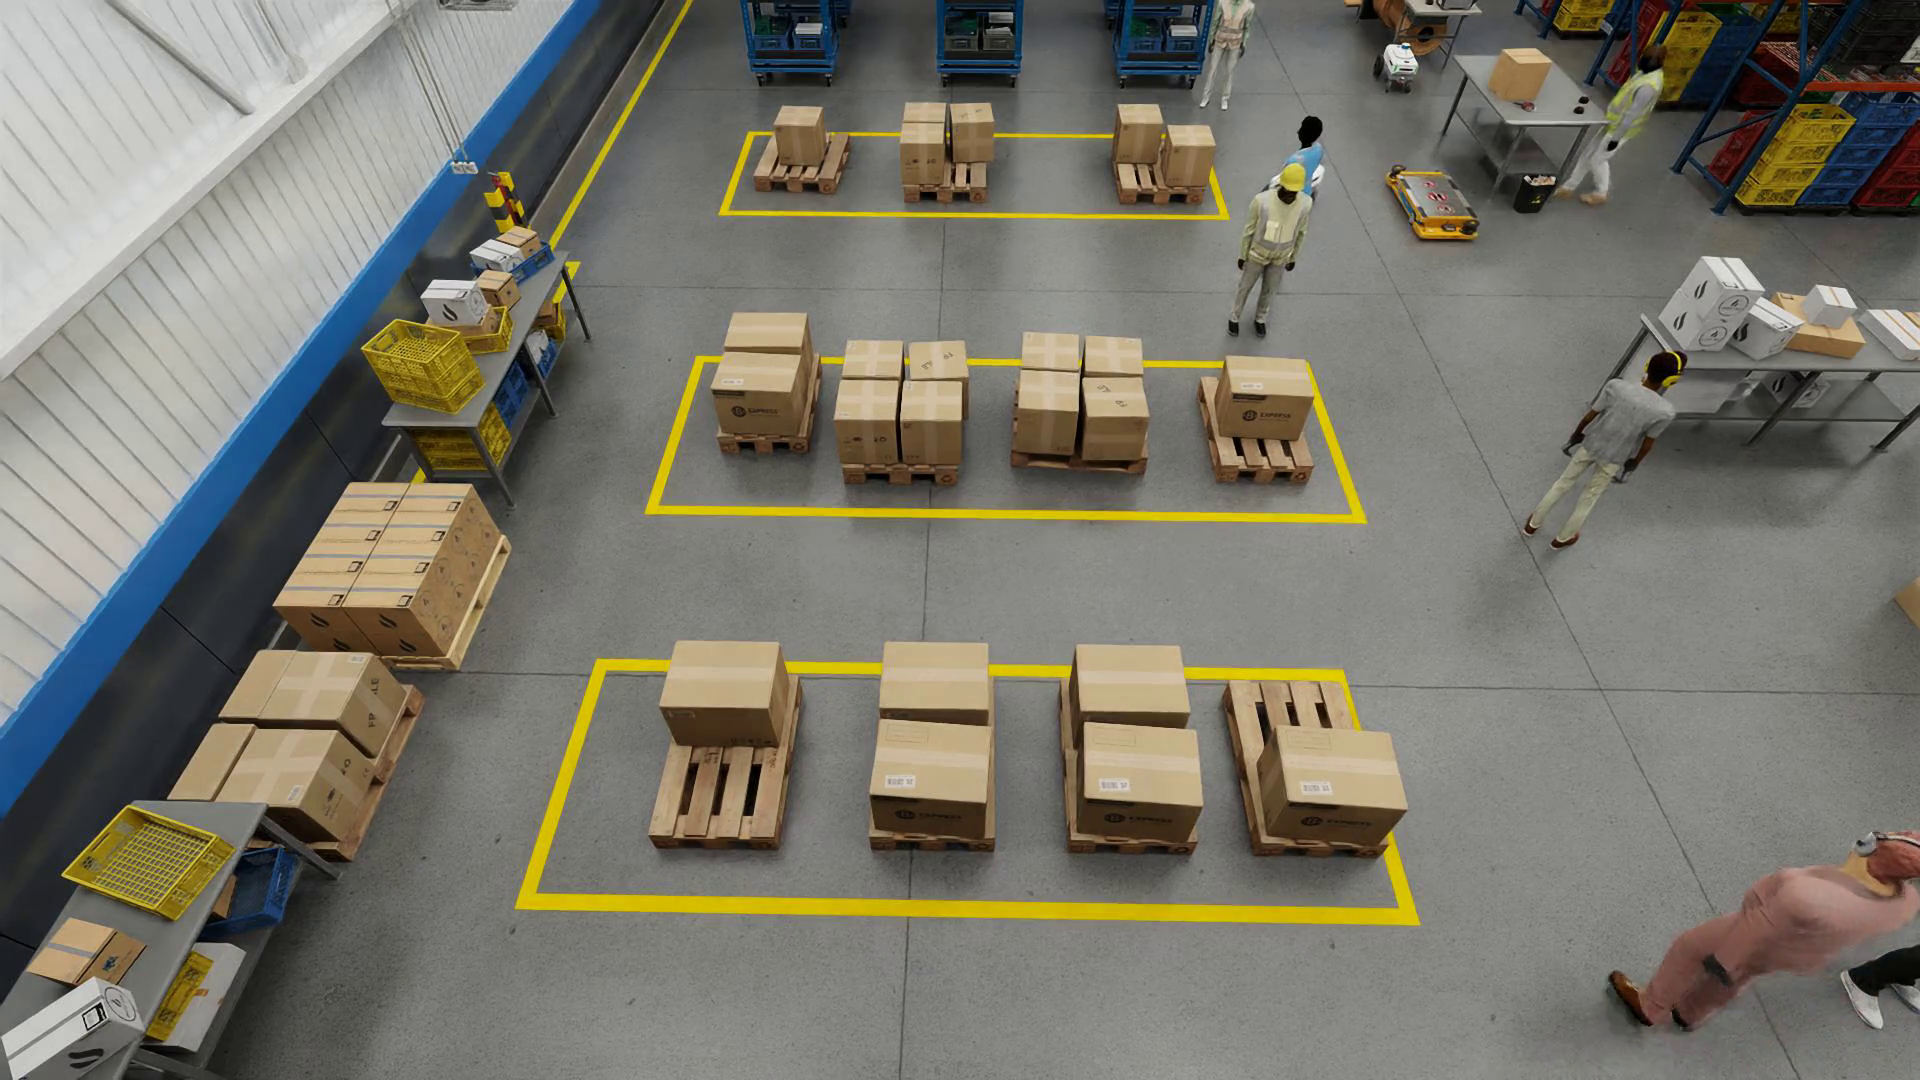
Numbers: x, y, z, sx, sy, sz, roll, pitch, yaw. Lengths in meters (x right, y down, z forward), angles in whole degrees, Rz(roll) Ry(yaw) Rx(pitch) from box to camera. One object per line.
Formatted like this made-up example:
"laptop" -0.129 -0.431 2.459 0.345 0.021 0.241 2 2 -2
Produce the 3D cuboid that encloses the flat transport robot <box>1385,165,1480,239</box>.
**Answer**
"flat transport robot" 5.692 -4.094 11.059 0.652 0.197 1.431 1 49 1

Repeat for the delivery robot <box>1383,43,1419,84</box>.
"delivery robot" 6.372 -6.919 13.258 0.477 0.478 0.707 5 49 4

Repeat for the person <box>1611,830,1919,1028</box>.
"person" 4.174 2.038 4.704 0.670 1.867 0.483 1 49 1

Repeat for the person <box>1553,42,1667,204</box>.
"person" 7.622 -4.835 10.695 0.630 1.803 0.693 20 52 17

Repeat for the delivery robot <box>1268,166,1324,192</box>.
"delivery robot" 4.033 -4.307 10.997 0.707 0.478 0.477 -36 58 -27

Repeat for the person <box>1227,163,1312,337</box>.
"person" 3.011 -2.792 8.915 0.596 1.826 0.403 1 49 1

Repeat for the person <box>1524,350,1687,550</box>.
"person" 4.941 -0.671 7.052 0.327 1.863 0.514 -33 57 -25

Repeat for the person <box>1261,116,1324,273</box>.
"person" 3.519 -3.629 9.718 0.530 1.697 0.321 -35 58 -26

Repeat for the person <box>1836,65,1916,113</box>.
"person" 11.712 -5.995 11.610 0.372 1.940 0.630 -29 55 -23

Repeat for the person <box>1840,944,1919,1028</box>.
"person" 5.401 2.018 4.686 0.597 1.917 0.379 -9 50 -8

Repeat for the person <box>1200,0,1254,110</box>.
"person" 3.624 -6.712 12.425 0.521 1.640 0.306 12 50 11
